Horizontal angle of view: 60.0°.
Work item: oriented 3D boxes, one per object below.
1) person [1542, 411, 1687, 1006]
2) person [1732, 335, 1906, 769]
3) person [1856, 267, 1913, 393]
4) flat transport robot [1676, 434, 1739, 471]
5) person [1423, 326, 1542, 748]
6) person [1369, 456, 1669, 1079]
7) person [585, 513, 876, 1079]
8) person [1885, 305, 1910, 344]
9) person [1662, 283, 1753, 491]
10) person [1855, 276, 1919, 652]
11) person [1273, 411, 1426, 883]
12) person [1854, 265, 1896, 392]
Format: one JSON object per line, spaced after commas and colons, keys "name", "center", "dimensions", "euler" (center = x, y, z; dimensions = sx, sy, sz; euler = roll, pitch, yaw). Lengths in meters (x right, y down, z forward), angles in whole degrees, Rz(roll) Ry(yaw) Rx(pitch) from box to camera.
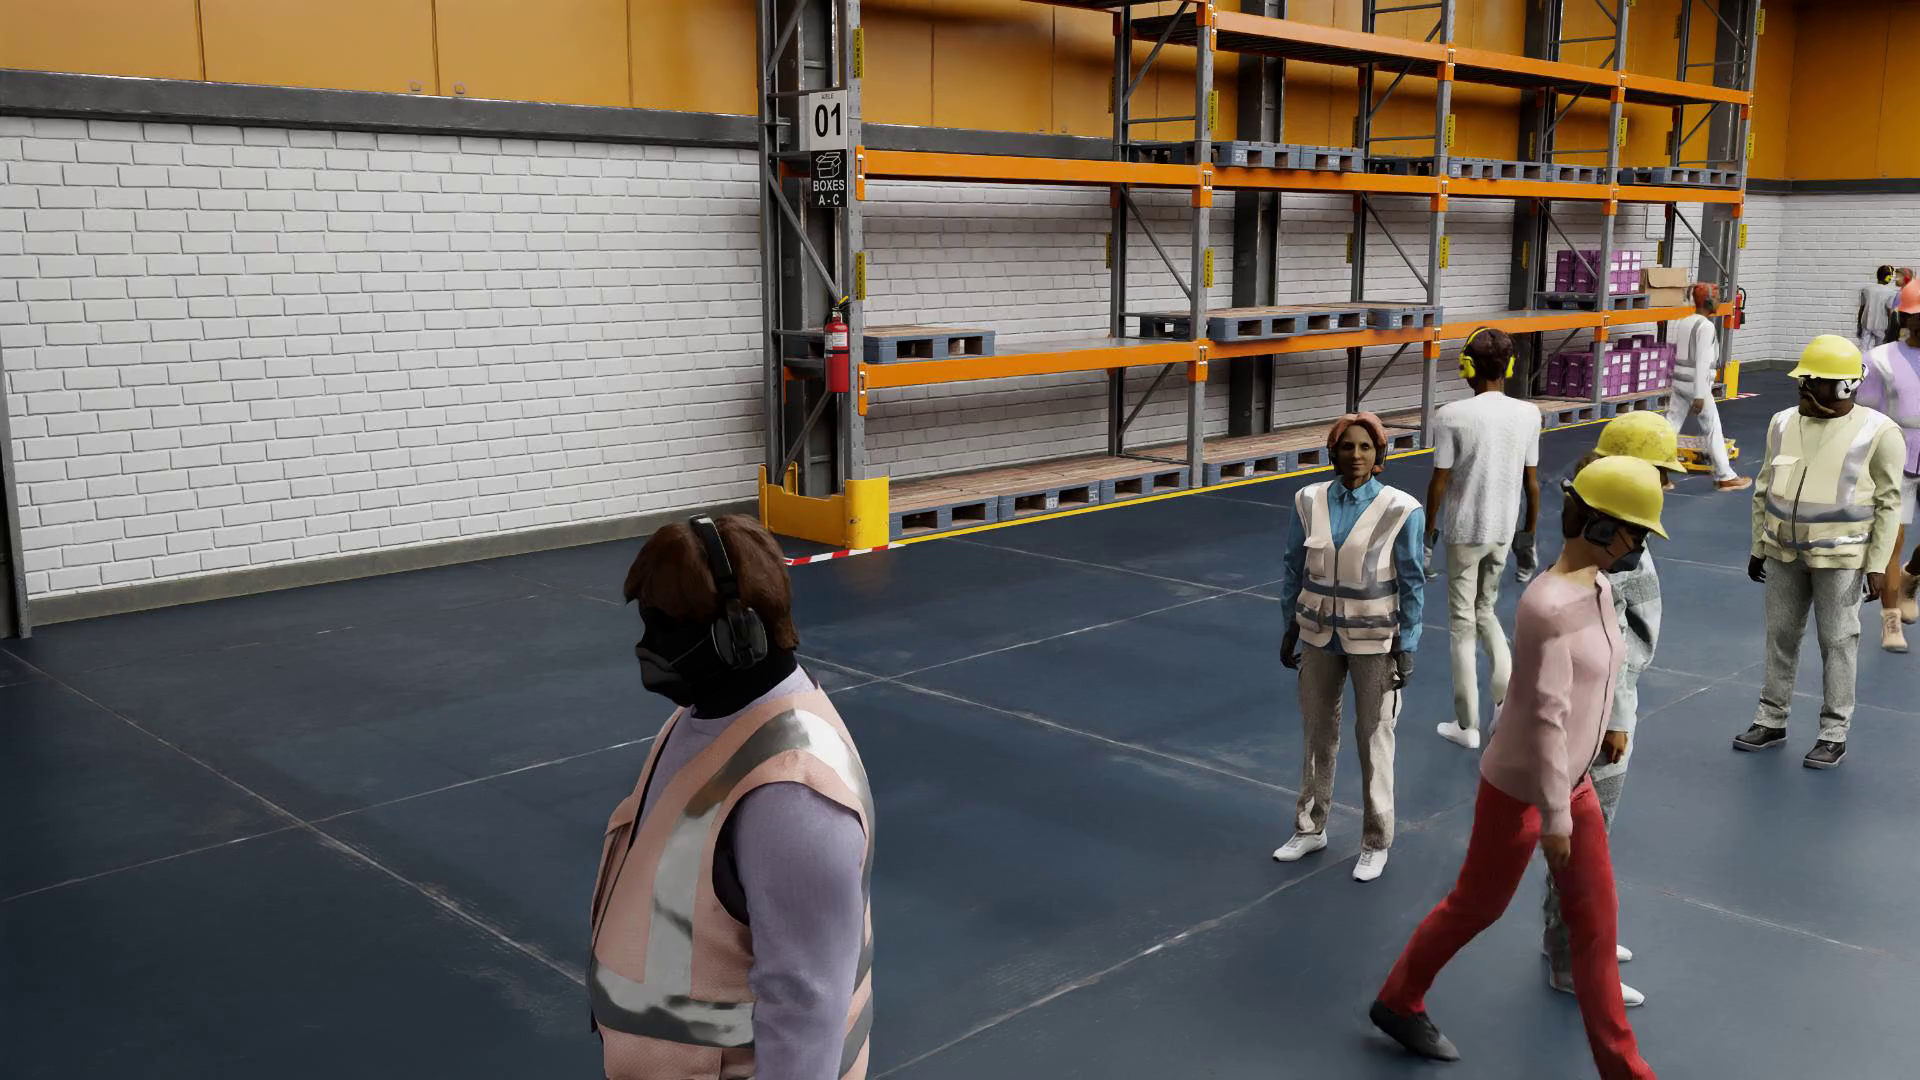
{"name": "person", "center": [1.937, 0.483, 4.937], "dimensions": [0.306, 1.739, 0.485], "euler": [3, 11, 17]}
{"name": "person", "center": [3.628, 0.048, 7.056], "dimensions": [0.404, 1.828, 0.603], "euler": [-7, 13, -34]}
{"name": "person", "center": [13.190, -2.905, 23.253], "dimensions": [0.972, 1.804, 0.580], "euler": [4, 11, 19]}
{"name": "flat transport robot", "center": [7.157, -0.864, 16.285], "dimensions": [0.652, 0.197, 1.431], "euler": [7, 12, 33]}
{"name": "person", "center": [2.244, -0.001, 7.276], "dimensions": [0.511, 1.856, 0.378], "euler": [-3, 11, -15]}
{"name": "person", "center": [1.507, 0.621, 4.302], "dimensions": [0.905, 1.702, 0.535], "euler": [9, 13, 39]}
{"name": "person", "center": [-0.354, 0.864, 2.591], "dimensions": [0.429, 1.840, 0.624], "euler": [-4, 11, -19]}
{"name": "person", "center": [9.809, -1.777, 17.033], "dimensions": [0.632, 1.829, 0.433], "euler": [3, 11, 14]}
{"name": "person", "center": [6.471, -1.328, 14.571], "dimensions": [0.974, 1.829, 0.596], "euler": [0, 10, -1]}
{"name": "person", "center": [5.199, -0.423, 9.080], "dimensions": [0.629, 2.028, 0.687], "euler": [4, 11, 19]}
{"name": "person", "center": [1.363, 0.365, 5.835], "dimensions": [0.522, 1.645, 0.305], "euler": [8, 13, 38]}
{"name": "person", "center": [13.086, -3.026, 23.839], "dimensions": [0.527, 1.832, 0.890], "euler": [10, 14, 44]}
